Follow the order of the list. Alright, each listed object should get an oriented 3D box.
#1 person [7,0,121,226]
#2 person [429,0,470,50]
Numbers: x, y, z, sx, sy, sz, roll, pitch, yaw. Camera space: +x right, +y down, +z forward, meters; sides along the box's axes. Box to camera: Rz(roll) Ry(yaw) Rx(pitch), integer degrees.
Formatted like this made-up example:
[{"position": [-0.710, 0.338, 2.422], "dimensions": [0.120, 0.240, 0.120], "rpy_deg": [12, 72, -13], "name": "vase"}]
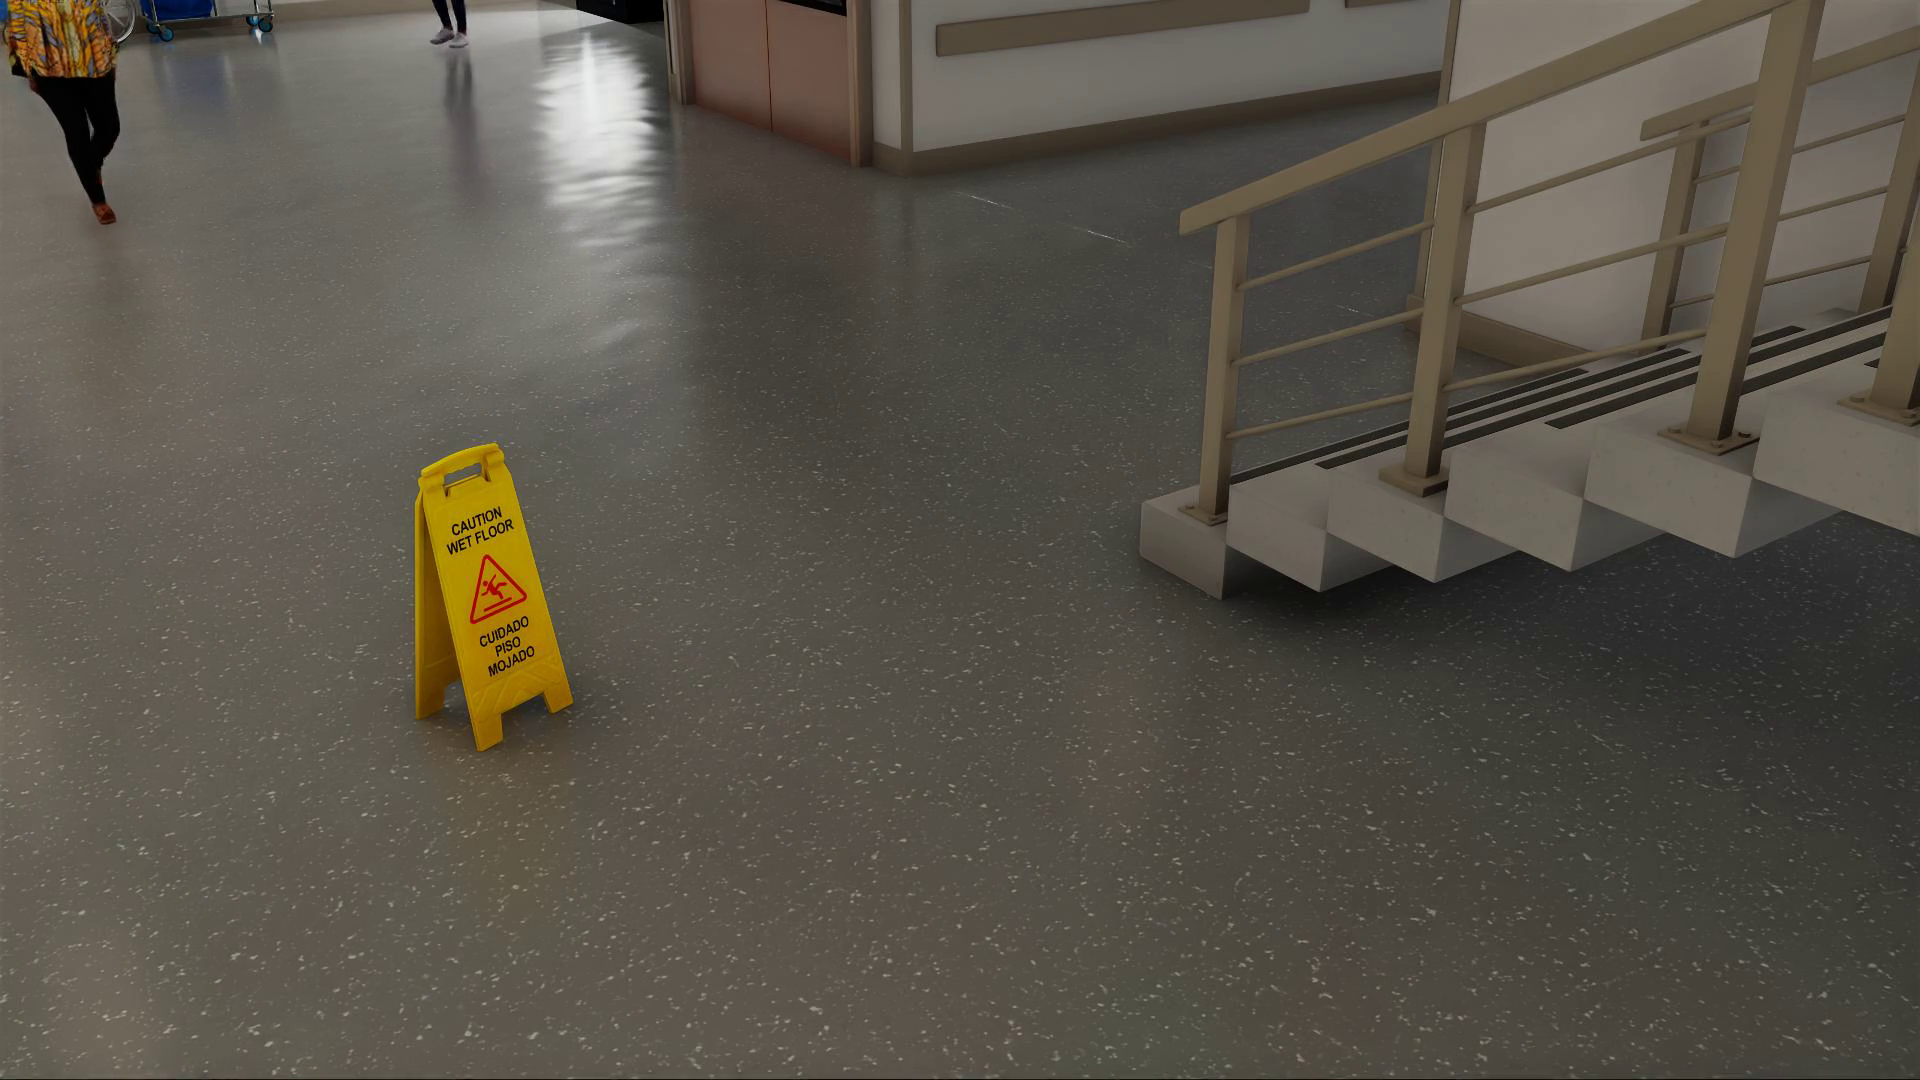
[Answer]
[{"position": [-4.903, -2.579, 9.138], "dimensions": [0.773, 1.642, 0.914], "rpy_deg": [-22, 33, -38], "name": "person"}, {"position": [-4.439, -5.003, 14.346], "dimensions": [0.721, 1.485, 0.815], "rpy_deg": [20, 32, 36], "name": "person"}]
